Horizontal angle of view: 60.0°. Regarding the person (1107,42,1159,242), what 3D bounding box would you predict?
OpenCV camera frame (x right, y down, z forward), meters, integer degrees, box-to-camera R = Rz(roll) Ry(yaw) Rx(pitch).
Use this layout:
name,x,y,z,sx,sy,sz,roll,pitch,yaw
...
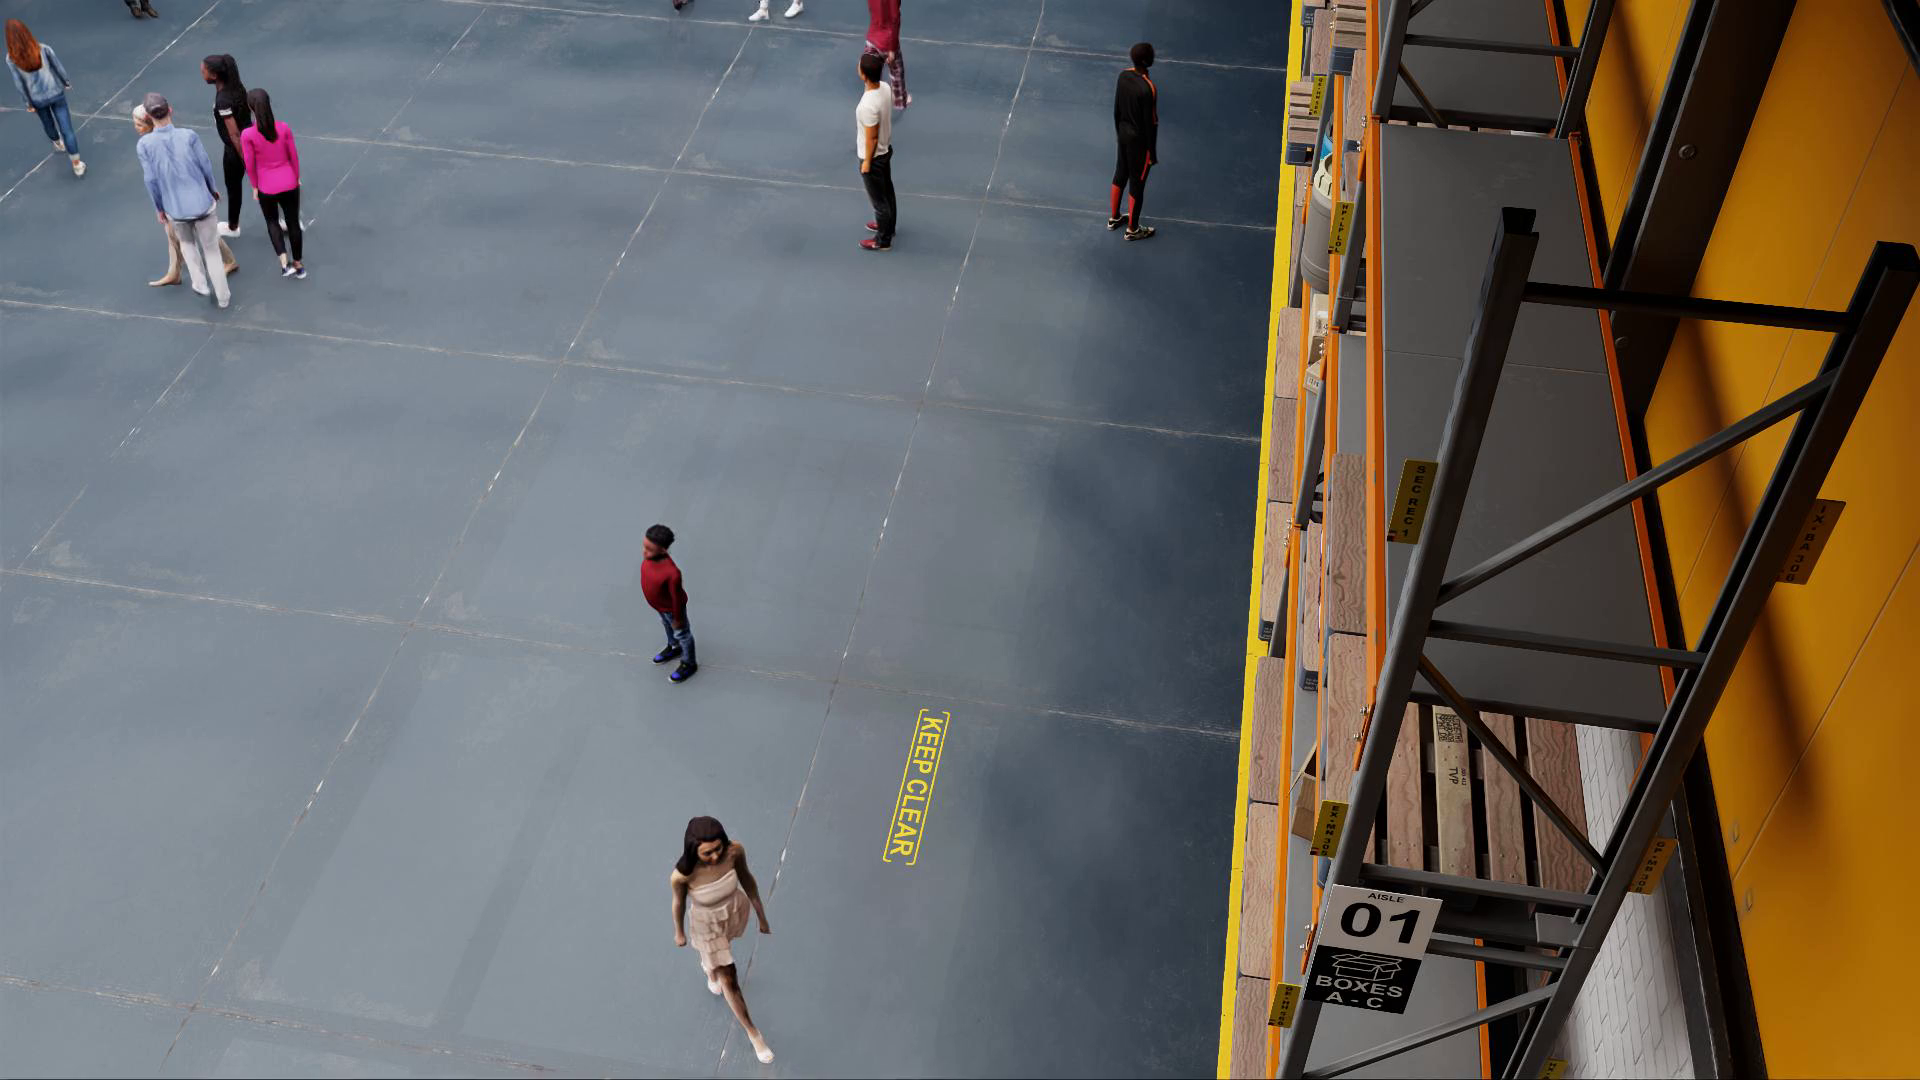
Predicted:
name,x,y,z,sx,sy,sz,roll,pitch,yaw
person,1.508,-3.459,14.385,0.755,1.808,0.700,-27,50,-25

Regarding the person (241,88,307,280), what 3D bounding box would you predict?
name,x,y,z,sx,sy,sz,roll,pitch,yaw
person,-5.663,-2.924,13.926,0.766,1.676,0.823,-25,49,-24

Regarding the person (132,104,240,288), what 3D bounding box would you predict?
name,x,y,z,sx,sy,sz,roll,pitch,yaw
person,-6.452,-2.890,13.895,1.060,1.671,0.952,-32,52,-29

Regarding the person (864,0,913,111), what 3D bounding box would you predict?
name,x,y,z,sx,sy,sz,roll,pitch,yaw
person,-0.770,-4.679,15.778,0.915,1.653,1.092,34,53,31

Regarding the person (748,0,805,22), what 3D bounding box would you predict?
name,x,y,z,sx,sy,sz,roll,pitch,yaw
person,-1.819,-6.310,17.471,0.820,1.680,0.995,27,50,26

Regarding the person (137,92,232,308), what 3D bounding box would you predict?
name,x,y,z,sx,sy,sz,roll,pitch,yaw
person,-6.270,-2.700,13.545,0.824,1.868,0.872,-16,46,-16

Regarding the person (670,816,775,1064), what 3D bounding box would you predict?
name,x,y,z,sx,sy,sz,roll,pitch,yaw
person,-1.313,1.950,8.789,1.009,1.697,1.065,-26,49,-24

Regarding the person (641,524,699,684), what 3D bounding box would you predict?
name,x,y,z,sx,sy,sz,roll,pitch,yaw
person,-1.880,0.379,10.757,0.629,1.255,0.578,-30,51,-27

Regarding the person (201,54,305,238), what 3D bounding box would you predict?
name,x,y,z,sx,sy,sz,roll,pitch,yaw
person,-6.089,-3.371,14.367,0.817,1.706,1.008,-2,44,-3

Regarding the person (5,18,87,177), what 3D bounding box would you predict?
name,x,y,z,sx,sy,sz,roll,pitch,yaw
person,-8.353,-4.027,15.244,0.919,1.445,1.048,-18,47,-18

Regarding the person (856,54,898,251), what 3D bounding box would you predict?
name,x,y,z,sx,sy,sz,roll,pitch,yaw
person,-0.709,-3.330,14.264,0.713,1.799,0.488,10,45,10
